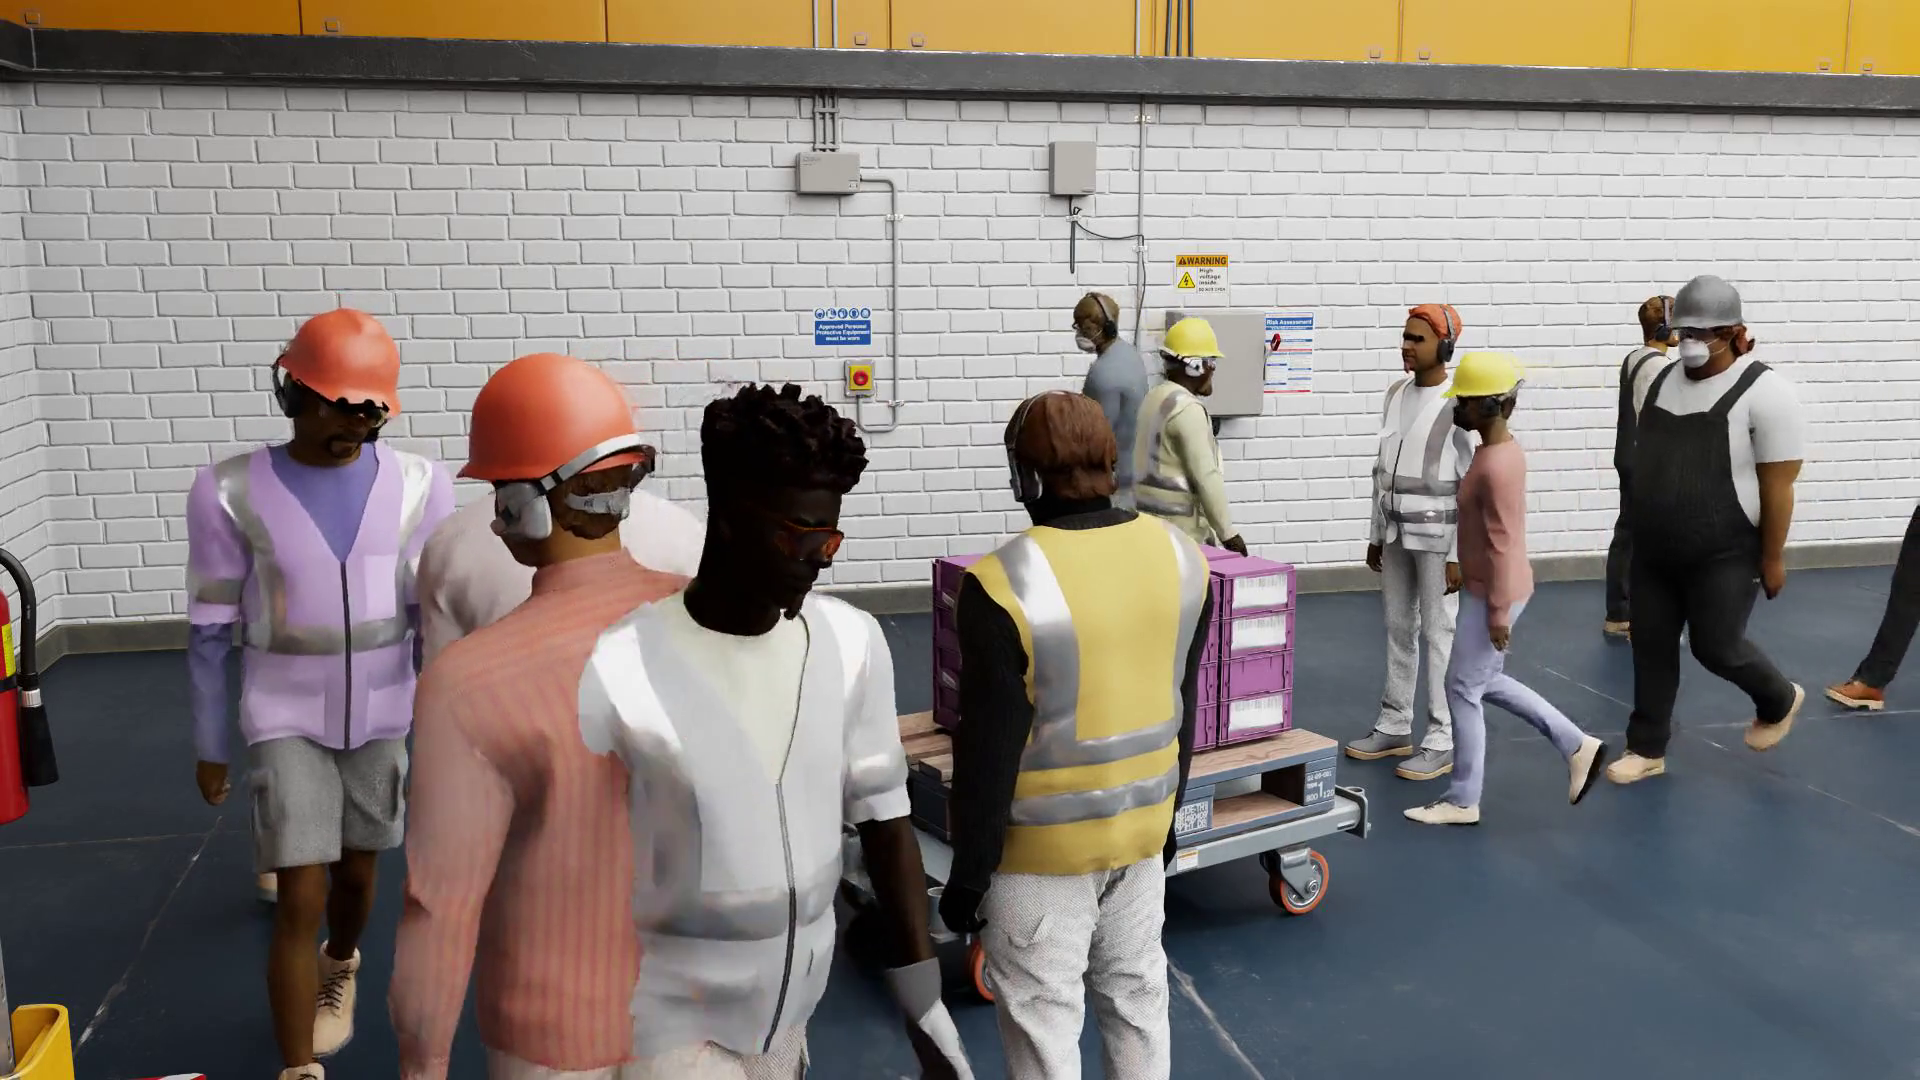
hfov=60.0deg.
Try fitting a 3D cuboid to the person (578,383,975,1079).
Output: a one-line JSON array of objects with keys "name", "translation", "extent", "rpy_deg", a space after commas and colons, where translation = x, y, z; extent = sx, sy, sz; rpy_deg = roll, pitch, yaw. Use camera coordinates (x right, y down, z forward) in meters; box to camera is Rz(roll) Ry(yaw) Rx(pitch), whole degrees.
[{"name": "person", "translation": [-0.294, 0.729, 2.520], "extent": [0.896, 1.918, 0.615], "rpy_deg": [10, 14, 43]}]

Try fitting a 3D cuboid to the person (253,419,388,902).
[{"name": "person", "translation": [-1.984, 0.360, 5.279], "extent": [0.557, 1.667, 0.368], "rpy_deg": [0, 10, 0]}]

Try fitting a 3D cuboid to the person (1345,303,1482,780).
[{"name": "person", "translation": [1.832, 0.005, 6.639], "extent": [0.356, 1.884, 0.574], "rpy_deg": [-5, 11, -26]}]

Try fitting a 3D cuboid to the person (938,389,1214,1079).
[{"name": "person", "translation": [0.214, 0.611, 3.414], "extent": [0.619, 1.838, 0.430], "rpy_deg": [-8, 13, -36]}]

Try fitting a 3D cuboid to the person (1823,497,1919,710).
[{"name": "person", "translation": [4.492, -0.169, 7.458], "extent": [1.052, 1.938, 0.640], "rpy_deg": [-2, 11, -13]}]

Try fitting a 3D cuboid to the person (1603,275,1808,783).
[{"name": "person", "translation": [2.946, -0.045, 6.482], "extent": [0.780, 2.000, 0.687], "rpy_deg": [-5, 11, -26]}]

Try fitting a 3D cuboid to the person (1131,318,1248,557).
[{"name": "person", "translation": [1.043, -0.083, 7.391], "extent": [0.940, 1.775, 0.608], "rpy_deg": [-1, 10, -4]}]

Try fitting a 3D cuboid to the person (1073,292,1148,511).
[{"name": "person", "translation": [0.683, -0.275, 8.212], "extent": [0.882, 1.877, 0.654], "rpy_deg": [2, 10, 12]}]

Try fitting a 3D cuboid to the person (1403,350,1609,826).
[{"name": "person", "translation": [2.000, 0.188, 5.979], "extent": [0.625, 1.745, 0.525], "rpy_deg": [4, 11, 19]}]

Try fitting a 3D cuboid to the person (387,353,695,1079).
[{"name": "person", "translation": [-0.587, 0.697, 2.585], "extent": [0.681, 1.982, 0.633], "rpy_deg": [8, 13, 36]}]

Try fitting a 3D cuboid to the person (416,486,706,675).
[{"name": "person", "translation": [-0.845, 0.551, 3.649], "extent": [0.651, 1.879, 0.802], "rpy_deg": [-2, 10, -13]}]

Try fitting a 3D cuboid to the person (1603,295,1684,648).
[{"name": "person", "translation": [3.633, -0.359, 8.762], "extent": [0.345, 1.846, 0.506], "rpy_deg": [-1, 10, -5]}]

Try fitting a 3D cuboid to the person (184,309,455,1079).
[{"name": "person", "translation": [-1.542, 0.425, 4.078], "extent": [0.609, 1.986, 0.903], "rpy_deg": [-7, 13, -35]}]
